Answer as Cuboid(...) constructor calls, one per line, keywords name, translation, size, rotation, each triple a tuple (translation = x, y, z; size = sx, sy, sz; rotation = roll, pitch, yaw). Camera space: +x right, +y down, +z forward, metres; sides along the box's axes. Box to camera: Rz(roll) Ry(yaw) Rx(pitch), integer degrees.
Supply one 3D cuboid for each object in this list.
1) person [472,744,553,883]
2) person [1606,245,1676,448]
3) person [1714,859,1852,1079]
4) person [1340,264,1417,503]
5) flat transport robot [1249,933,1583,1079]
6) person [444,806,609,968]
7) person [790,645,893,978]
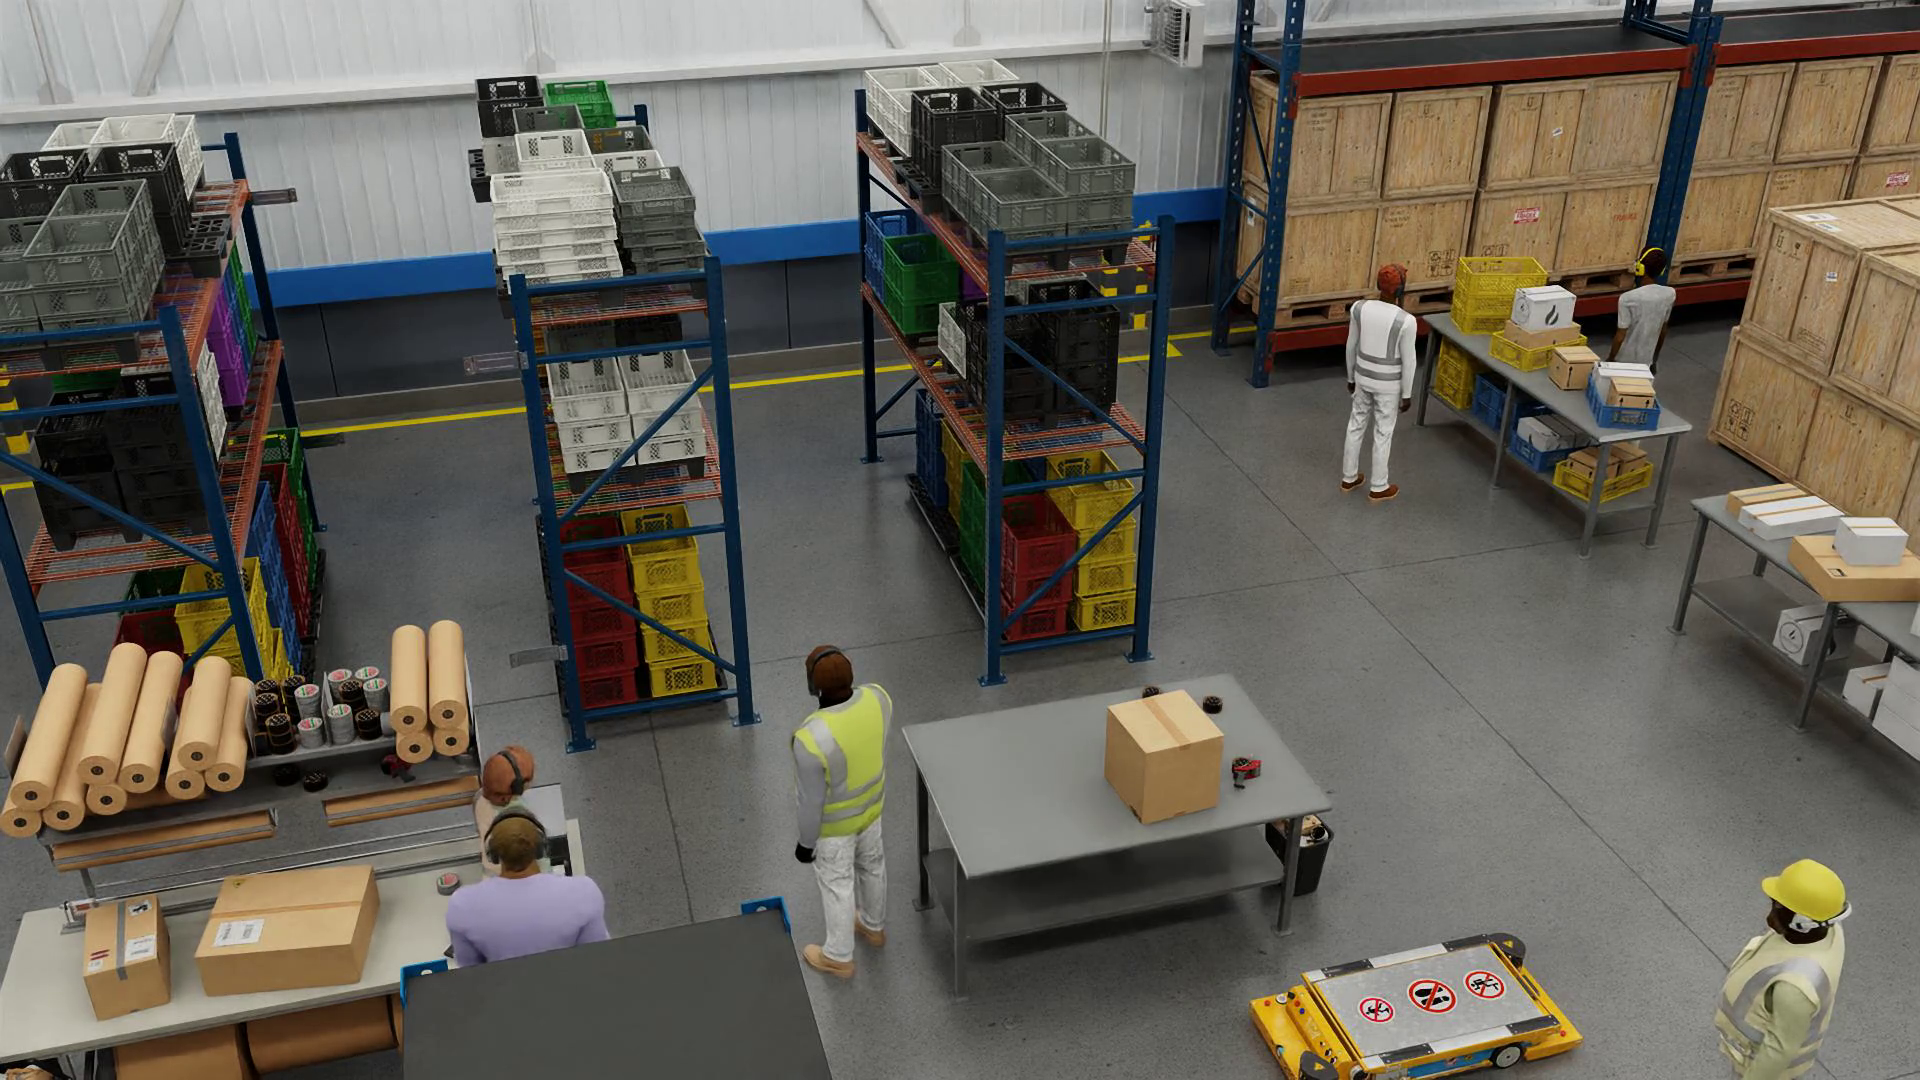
Cuboid(name="person", translation=(-2.035, 1.666, 7.703), size=(0.320, 1.631, 0.513), rotation=(-25, 37, -37))
Cuboid(name="person", translation=(5.257, -1.402, 13.036), size=(0.516, 1.872, 0.327), rotation=(-10, 30, -17))
Cuboid(name="person", translation=(3.281, 2.048, 6.796), size=(0.403, 1.833, 0.586), rotation=(17, 33, 28))
Cuboid(name="person", translation=(3.184, -1.189, 12.635), size=(0.575, 1.883, 0.355), rotation=(26, 38, 38))
Cuboid(name="flat transport robot", translation=(2.184, 2.282, 7.980), size=(1.431, 0.197, 0.652), rotation=(-8, 30, -14))
Cuboid(name="person", translation=(-1.742, 1.928, 6.920), size=(0.635, 1.930, 0.369), rotation=(-3, 29, -5))
Cuboid(name="person", translation=(-0.591, 1.319, 8.118), size=(0.430, 1.841, 0.624), rotation=(20, 35, 32))
